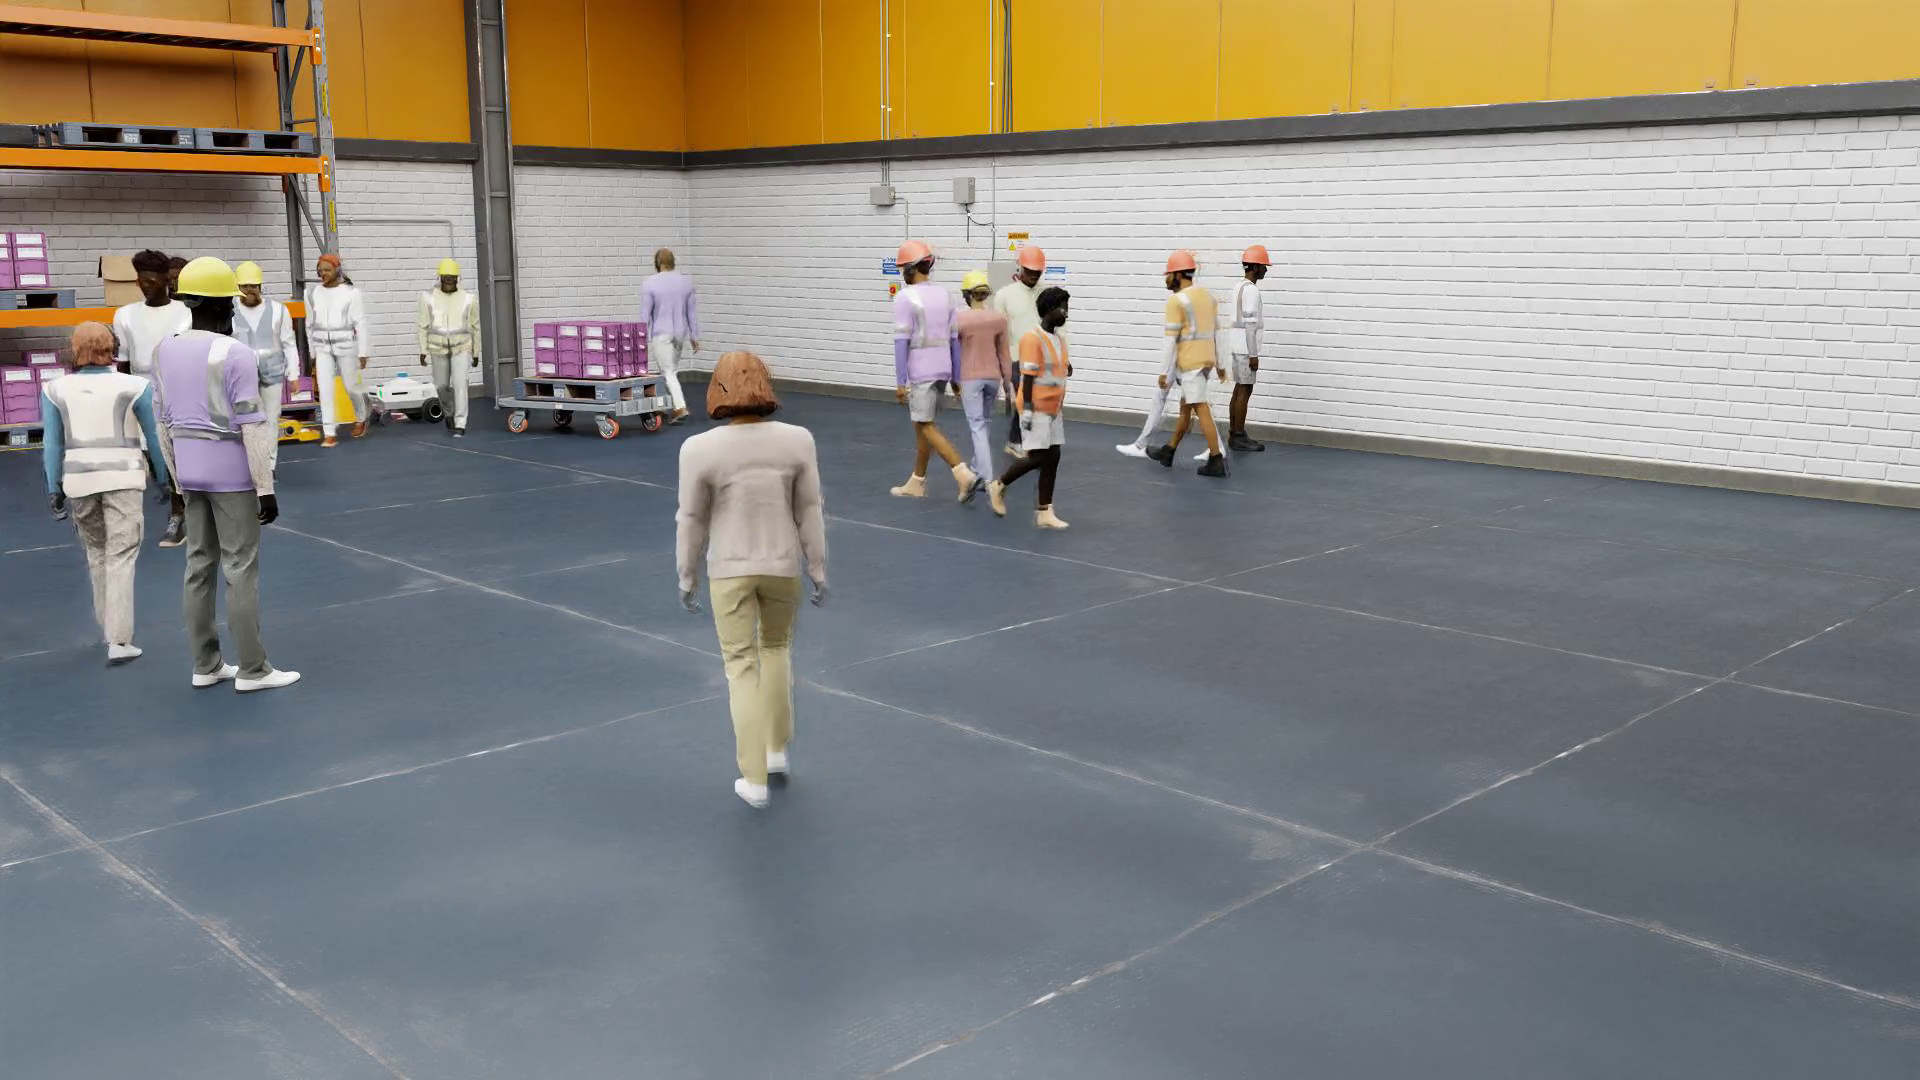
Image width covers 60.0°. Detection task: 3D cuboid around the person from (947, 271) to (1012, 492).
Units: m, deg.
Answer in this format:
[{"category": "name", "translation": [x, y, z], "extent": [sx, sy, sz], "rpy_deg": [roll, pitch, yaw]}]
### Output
[{"category": "person", "translation": [0.099, -1.274, 13.330], "extent": [0.539, 1.734, 0.817], "rpy_deg": [-6, 12, -29]}]

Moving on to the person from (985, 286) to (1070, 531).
[{"category": "person", "translation": [0.500, -0.904, 11.439], "extent": [0.545, 1.680, 0.554], "rpy_deg": [7, 12, 32]}]

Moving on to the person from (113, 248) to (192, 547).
[{"category": "person", "translation": [-5.242, -0.952, 11.025], "extent": [0.606, 1.942, 0.723], "rpy_deg": [-1, 10, -6]}]

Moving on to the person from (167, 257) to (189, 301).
[{"category": "person", "translation": [-5.769, -1.164, 12.387], "extent": [0.585, 1.865, 1.029], "rpy_deg": [-1, 10, -5]}]

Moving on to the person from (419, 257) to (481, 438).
[{"category": "person", "translation": [-5.175, -1.962, 16.898], "extent": [0.594, 1.810, 0.825], "rpy_deg": [-2, 11, -11]}]

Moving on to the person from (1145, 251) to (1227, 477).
[{"category": "person", "translation": [1.890, -1.493, 14.109], "extent": [1.020, 1.877, 0.569], "rpy_deg": [10, 14, 44]}]

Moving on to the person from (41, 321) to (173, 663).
[{"category": "person", "translation": [-4.092, -0.242, 8.039], "extent": [0.508, 1.612, 0.766], "rpy_deg": [-1, 10, -6]}]

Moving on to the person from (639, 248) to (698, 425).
[{"category": "person", "translation": [-3.114, -2.184, 17.932], "extent": [0.665, 1.906, 0.974], "rpy_deg": [-8, 13, -39]}]

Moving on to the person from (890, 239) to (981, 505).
[{"category": "person", "translation": [-0.180, -1.246, 12.463], "extent": [0.910, 2.005, 0.625], "rpy_deg": [9, 14, 40]}]

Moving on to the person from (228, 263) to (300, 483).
[{"category": "person", "translation": [-5.620, -1.307, 13.342], "extent": [0.607, 1.795, 0.846], "rpy_deg": [-5, 12, -26]}]

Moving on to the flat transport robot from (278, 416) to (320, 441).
[{"category": "flat transport robot", "translation": [-6.983, -1.025, 15.959], "extent": [0.652, 0.197, 1.431], "rpy_deg": [9, 14, 41]}]

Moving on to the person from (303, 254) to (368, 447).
[{"category": "person", "translation": [-6.058, -1.861, 16.225], "extent": [0.584, 1.856, 0.892], "rpy_deg": [0, 10, -2]}]

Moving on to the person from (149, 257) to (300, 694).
[{"category": "person", "translation": [-3.271, -0.277, 7.361], "extent": [0.587, 1.928, 0.362], "rpy_deg": [4, 11, 21]}]

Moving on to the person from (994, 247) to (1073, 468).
[{"category": "person", "translation": [0.605, -1.621, 14.742], "extent": [0.624, 1.932, 1.064], "rpy_deg": [-4, 11, -19]}]

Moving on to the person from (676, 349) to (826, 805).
[{"category": "person", "translation": [-0.769, 0.122, 6.026], "extent": [0.533, 1.614, 0.563], "rpy_deg": [-4, 11, -23]}]

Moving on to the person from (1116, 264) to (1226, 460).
[{"category": "person", "translation": [1.963, -1.622, 15.028], "extent": [1.020, 1.812, 0.518], "rpy_deg": [6, 12, 31]}]

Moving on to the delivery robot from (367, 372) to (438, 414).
[{"category": "delivery robot", "translation": [-5.985, -1.567, 17.888], "extent": [0.707, 0.478, 0.477], "rpy_deg": [-10, 14, -43]}]

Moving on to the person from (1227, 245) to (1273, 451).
[{"category": "person", "translation": [2.735, -1.800, 15.670], "extent": [0.389, 1.929, 0.545], "rpy_deg": [0, 10, -1]}]
